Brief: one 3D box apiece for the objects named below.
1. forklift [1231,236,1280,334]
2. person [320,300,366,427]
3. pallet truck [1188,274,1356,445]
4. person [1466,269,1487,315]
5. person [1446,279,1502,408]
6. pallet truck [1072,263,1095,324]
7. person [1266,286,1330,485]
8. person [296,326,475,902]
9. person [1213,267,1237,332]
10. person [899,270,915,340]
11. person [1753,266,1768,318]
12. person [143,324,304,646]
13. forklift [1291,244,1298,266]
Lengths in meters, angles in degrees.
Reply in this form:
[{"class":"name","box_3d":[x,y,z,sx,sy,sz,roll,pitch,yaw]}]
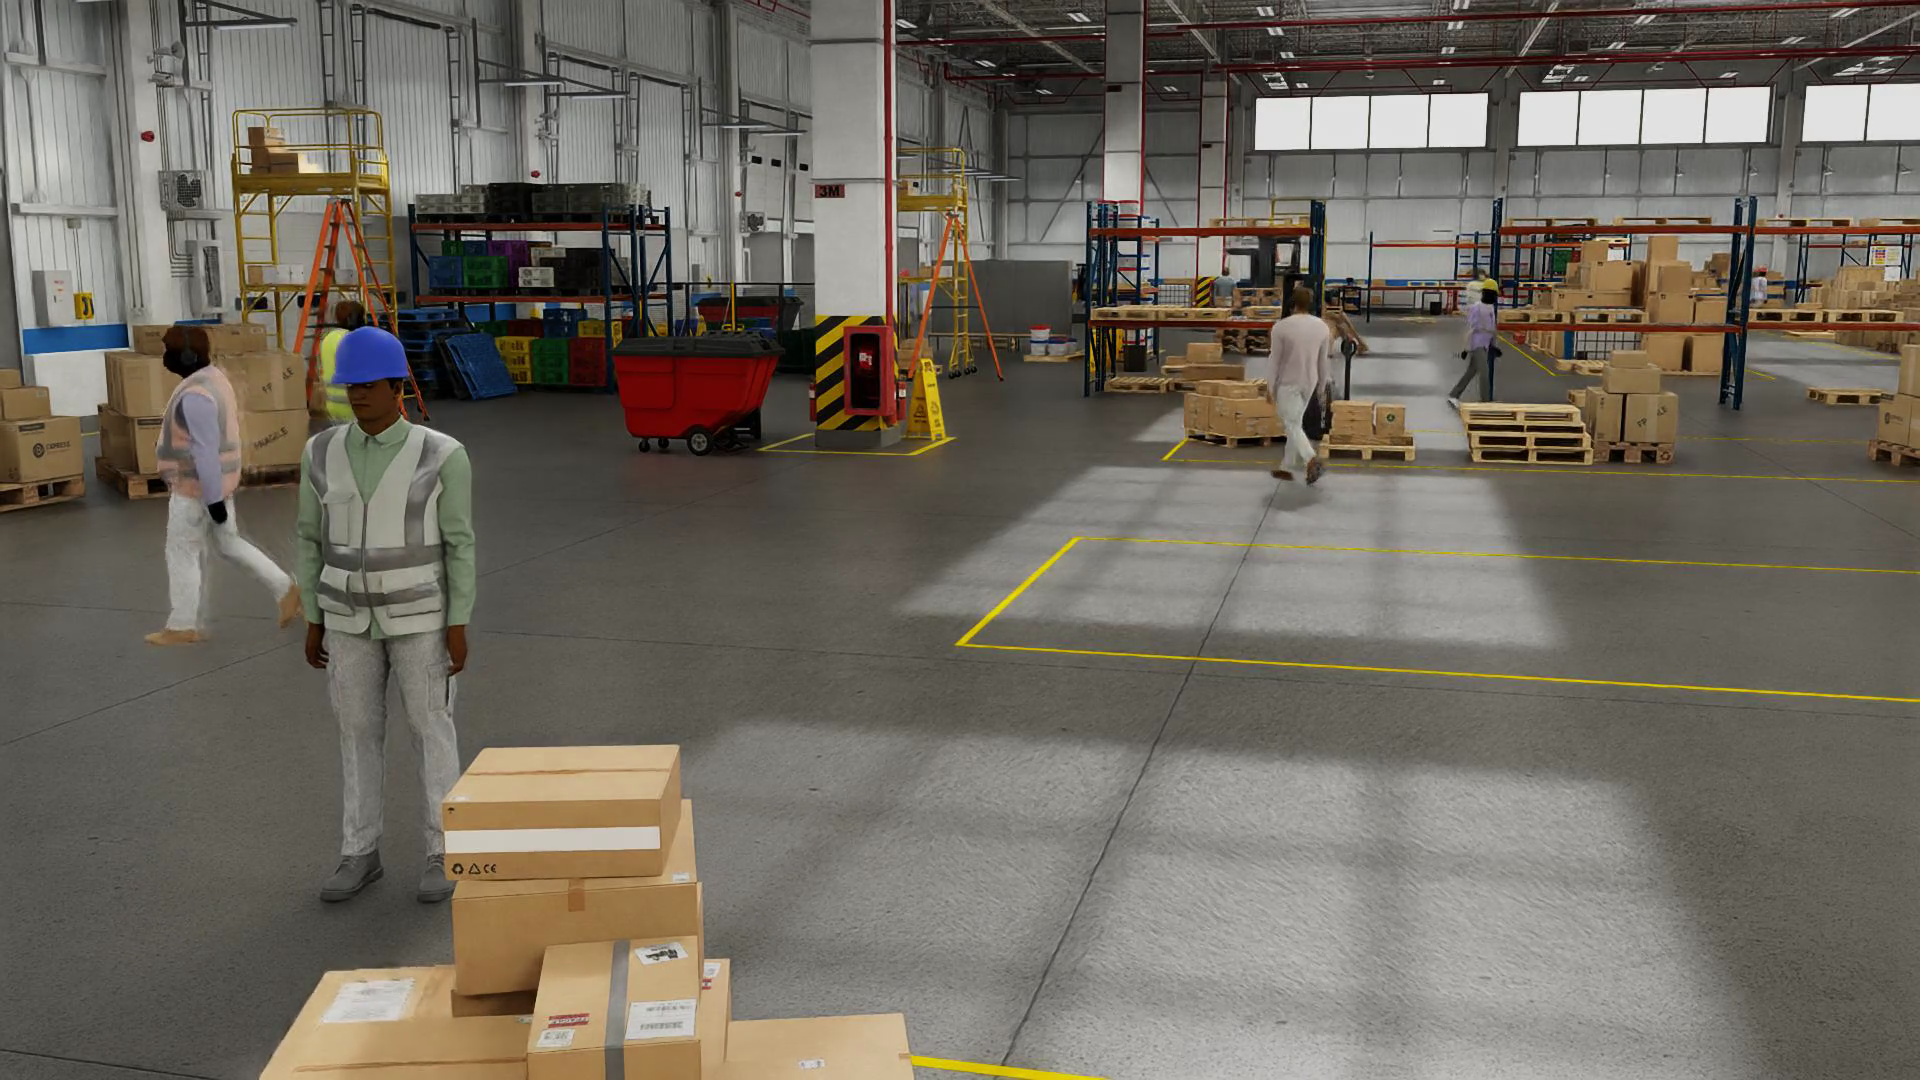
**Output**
[{"class":"forklift","box_3d":[8.545,-7.098,46.196,1.873,2.768,1.129,4,10,22]},{"class":"person","box_3d":[-4.993,-1.059,13.712,0.648,1.832,0.435,9,13,44]},{"class":"pallet truck","box_3d":[3.653,-2.138,19.590,1.885,1.965,0.823,-4,10,-20]},{"class":"person","box_3d":[12.681,-5.676,40.672,0.637,1.920,0.829,1,10,6]},{"class":"person","box_3d":[7.419,-2.804,23.885,0.895,1.882,0.581,7,12,37]},{"class":"pallet truck","box_3d":[4.325,-8.180,55.162,0.823,1.965,1.885,6,11,31]},{"class":"person","box_3d":[3.275,-1.482,15.991,0.636,1.911,0.869,-4,10,-23]},{"class":"person","box_3d":[-1.936,0.258,5.627,0.602,1.948,0.385,0,10,3]},{"class":"person","box_3d":[7.295,-6.555,45.817,0.628,1.929,0.355,0,10,2]},{"class":"person","box_3d":[-1.319,-5.251,38.230,0.606,1.886,0.865,-1,10,-3]},{"class":"person","box_3d":[24.980,-7.610,52.040,0.807,1.917,0.555,-1,10,-4]},{"class":"person","box_3d":[-4.187,-0.313,9.391,0.824,1.821,0.616,-2,10,-11]},{"class":"forklift","box_3d":[9.683,-7.749,50.031,1.129,2.768,1.873,3,10,16]}]
